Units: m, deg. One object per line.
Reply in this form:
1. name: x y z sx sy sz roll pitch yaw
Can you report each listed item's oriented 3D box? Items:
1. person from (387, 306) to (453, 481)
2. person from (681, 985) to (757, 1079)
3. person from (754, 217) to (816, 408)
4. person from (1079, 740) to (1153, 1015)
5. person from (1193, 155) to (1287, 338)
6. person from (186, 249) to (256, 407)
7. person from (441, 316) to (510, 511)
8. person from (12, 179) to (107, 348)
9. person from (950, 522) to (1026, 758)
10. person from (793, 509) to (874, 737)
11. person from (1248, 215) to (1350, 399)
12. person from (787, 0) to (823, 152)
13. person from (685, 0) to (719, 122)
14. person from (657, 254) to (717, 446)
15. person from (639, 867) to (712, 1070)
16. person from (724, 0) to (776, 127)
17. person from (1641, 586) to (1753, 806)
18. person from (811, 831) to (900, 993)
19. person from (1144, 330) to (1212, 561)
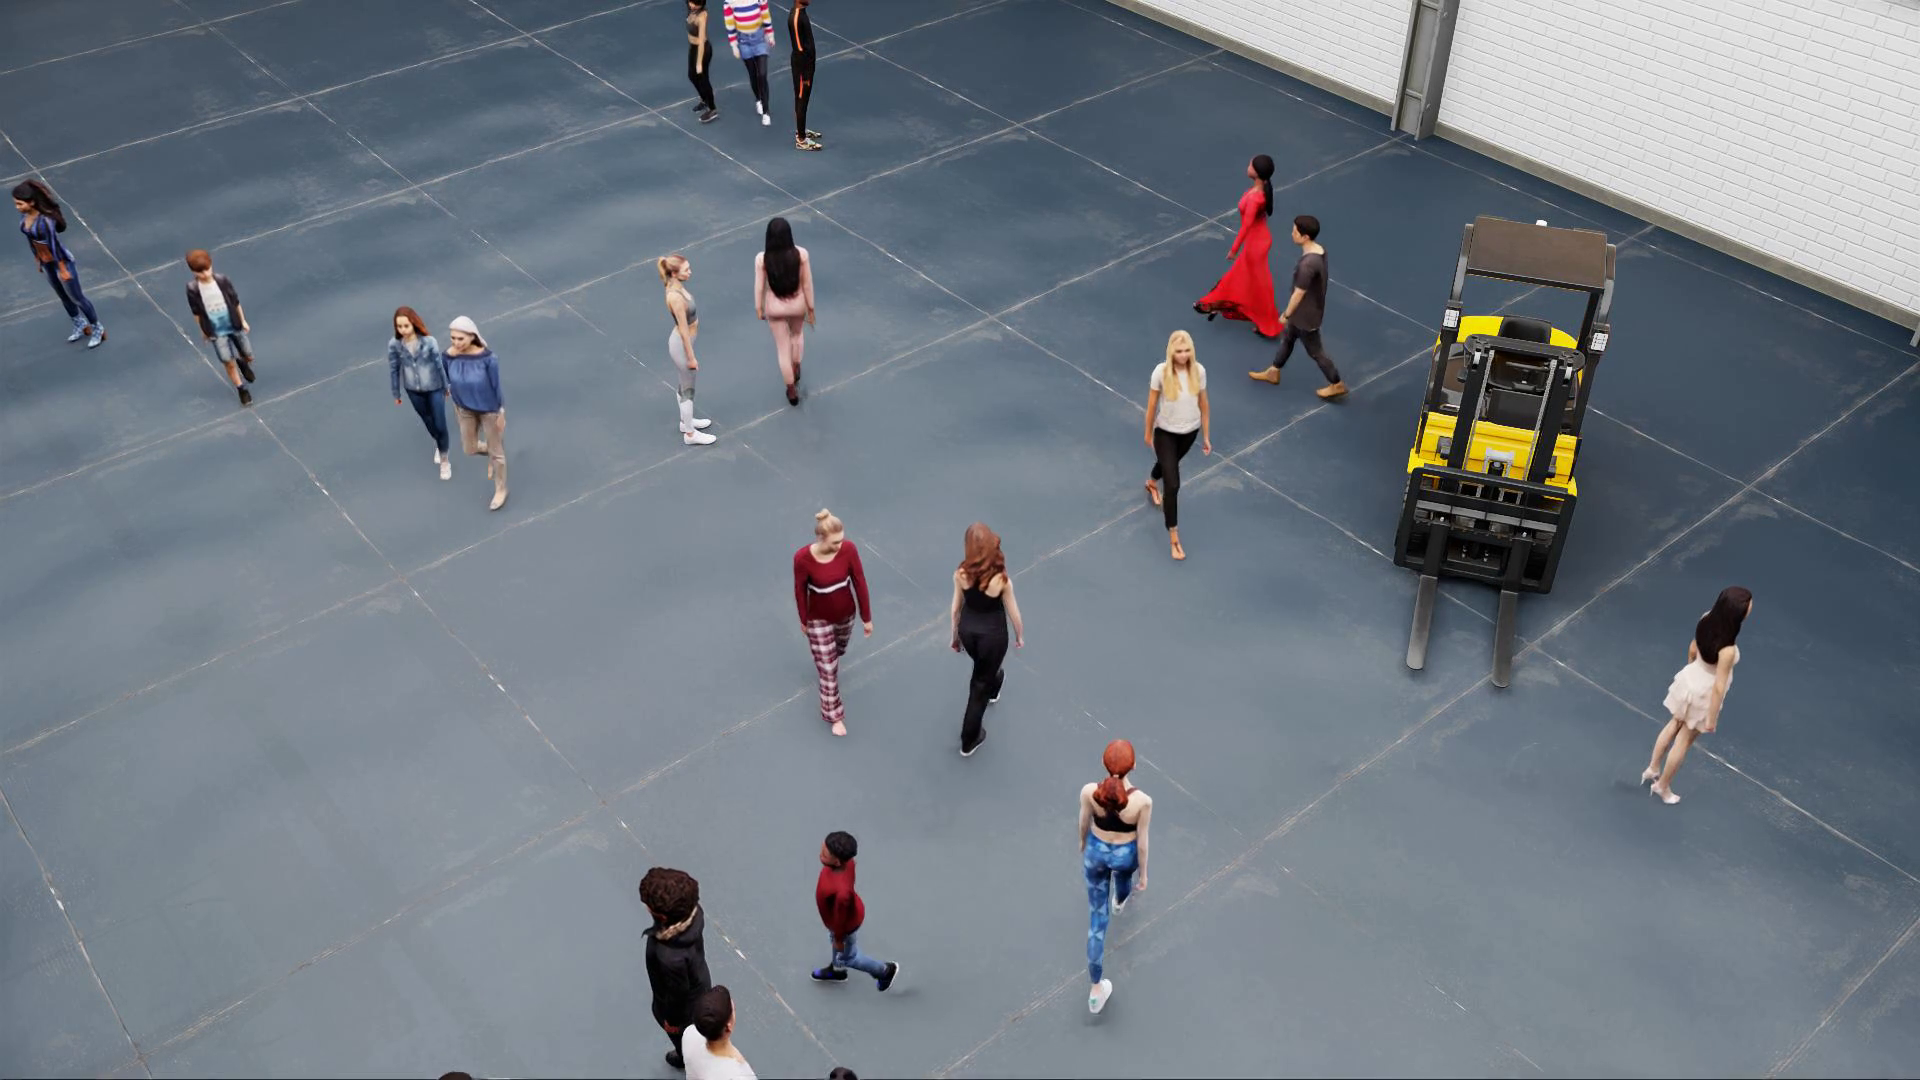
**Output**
1. person: -4.320 -1.270 13.465 0.817 1.464 0.899 -2 39 -2
2. person: -1.200 2.888 7.977 0.818 1.814 0.803 -28 46 -30
3. person: -1.454 -1.889 14.046 0.844 1.706 0.960 -9 39 -11
4. person: 0.821 1.892 9.302 1.204 1.728 1.164 8 39 10
5. person: 2.719 -2.573 14.886 1.233 1.736 1.021 12 40 15
6. person: -6.299 -1.855 14.217 0.606 1.438 0.737 -20 43 -24
7. person: -3.710 -1.052 13.022 0.844 1.686 0.897 6 39 7
8. person: -8.055 -2.467 14.838 0.615 1.620 0.749 19 42 22
9. person: 0.108 0.712 10.792 1.054 1.701 0.973 16 41 19
10. person: -0.888 0.447 11.145 0.754 1.675 1.046 -17 42 -20
11. person: 3.032 -1.922 14.121 1.194 1.664 1.004 11 40 14
12. person: -1.716 -5.156 18.054 0.764 1.809 0.678 -1 39 -1
13. person: -2.877 -5.433 18.575 0.777 1.591 0.541 -10 40 -12
14. person: -2.271 -1.572 13.648 0.702 1.707 0.589 -9 40 -11
15. person: -1.441 2.341 8.689 0.800 1.780 0.731 1 39 1
16. person: -2.323 -5.593 18.639 1.004 1.761 1.108 -5 39 -7
17. person: 4.619 0.971 10.441 0.726 1.735 0.647 -1 39 -1
18. person: -0.602 2.117 9.398 0.787 1.246 0.765 -4 39 -5
19. person: 1.609 -0.847 12.682 0.901 1.780 1.264 -12 40 -14
